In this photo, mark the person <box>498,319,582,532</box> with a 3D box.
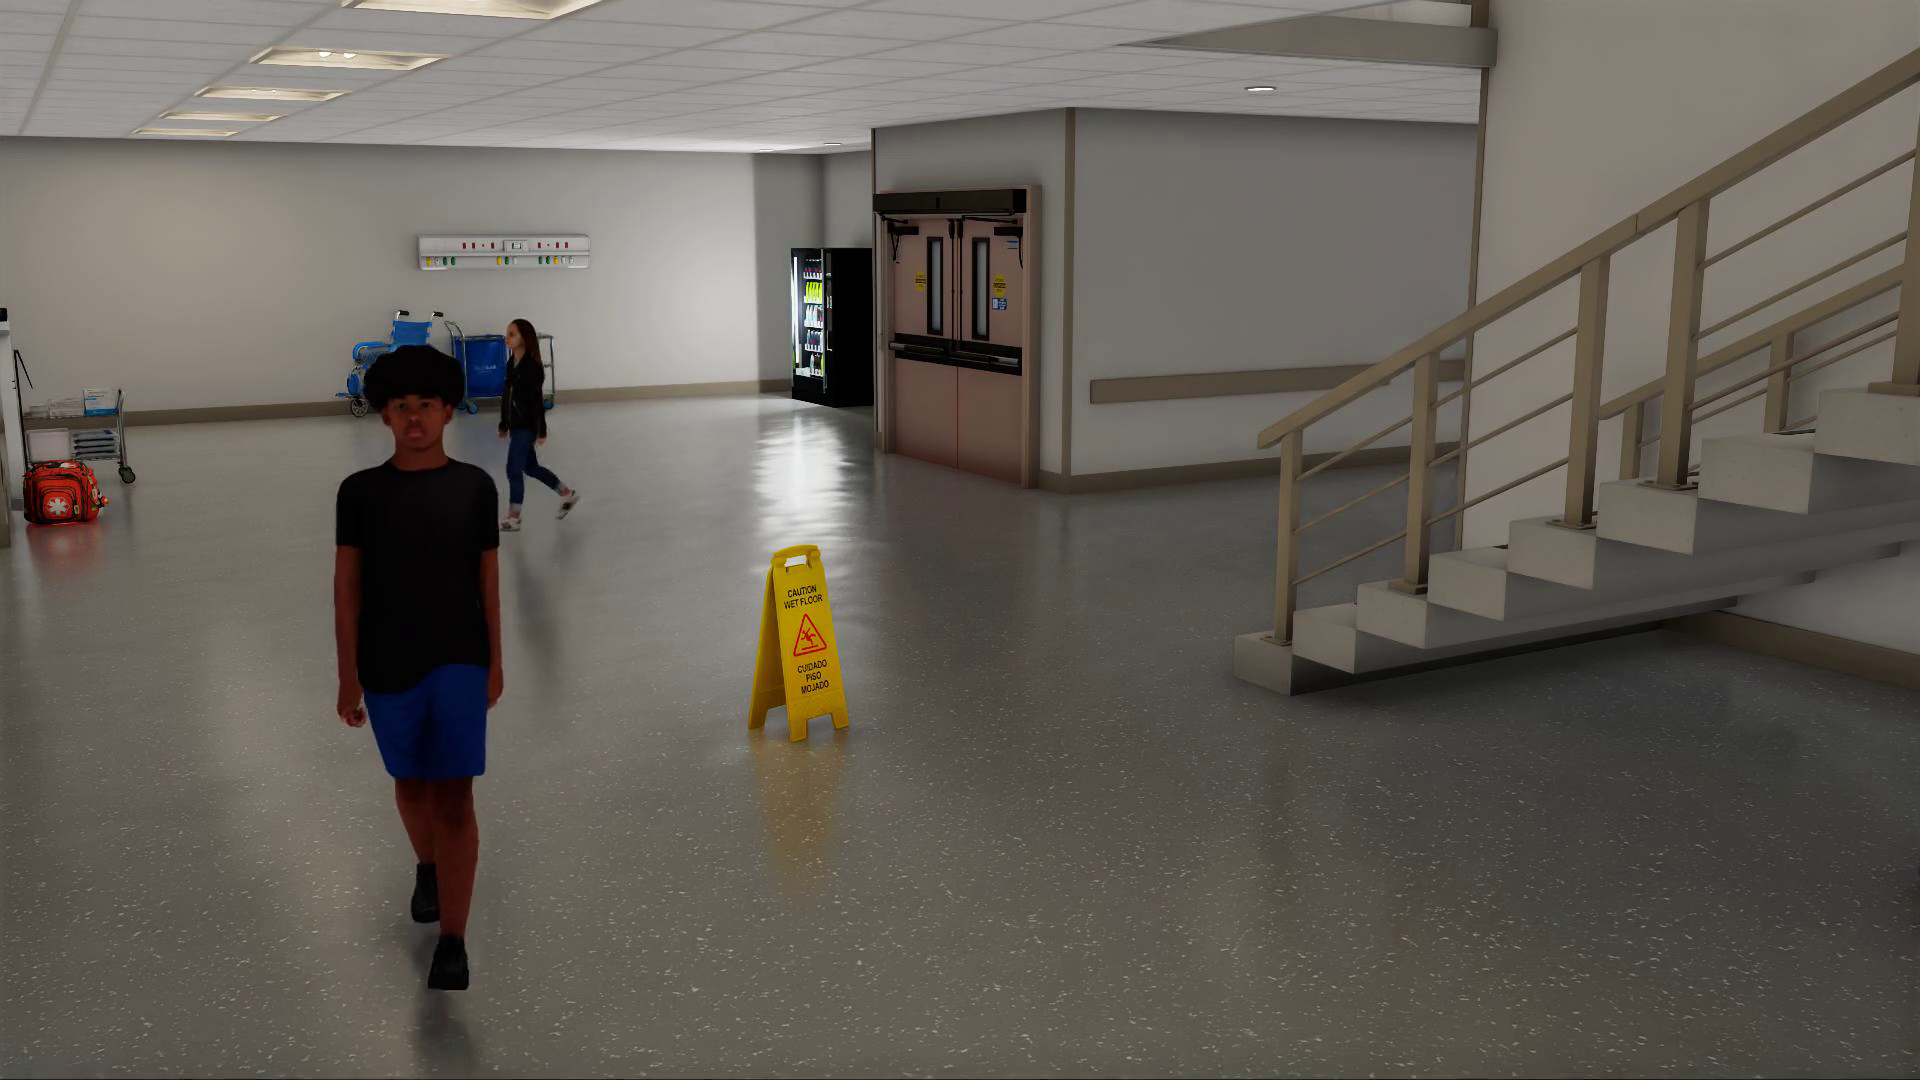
[{"bbox_3d":[-2.971,-0.796,11.589,0.668,1.457,0.907,-7,13,-34],"label":"person"}]

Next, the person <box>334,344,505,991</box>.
[{"bbox_3d":[-1.544,0.351,4.772,0.848,1.743,1.252,-2,11,-13],"label":"person"}]
